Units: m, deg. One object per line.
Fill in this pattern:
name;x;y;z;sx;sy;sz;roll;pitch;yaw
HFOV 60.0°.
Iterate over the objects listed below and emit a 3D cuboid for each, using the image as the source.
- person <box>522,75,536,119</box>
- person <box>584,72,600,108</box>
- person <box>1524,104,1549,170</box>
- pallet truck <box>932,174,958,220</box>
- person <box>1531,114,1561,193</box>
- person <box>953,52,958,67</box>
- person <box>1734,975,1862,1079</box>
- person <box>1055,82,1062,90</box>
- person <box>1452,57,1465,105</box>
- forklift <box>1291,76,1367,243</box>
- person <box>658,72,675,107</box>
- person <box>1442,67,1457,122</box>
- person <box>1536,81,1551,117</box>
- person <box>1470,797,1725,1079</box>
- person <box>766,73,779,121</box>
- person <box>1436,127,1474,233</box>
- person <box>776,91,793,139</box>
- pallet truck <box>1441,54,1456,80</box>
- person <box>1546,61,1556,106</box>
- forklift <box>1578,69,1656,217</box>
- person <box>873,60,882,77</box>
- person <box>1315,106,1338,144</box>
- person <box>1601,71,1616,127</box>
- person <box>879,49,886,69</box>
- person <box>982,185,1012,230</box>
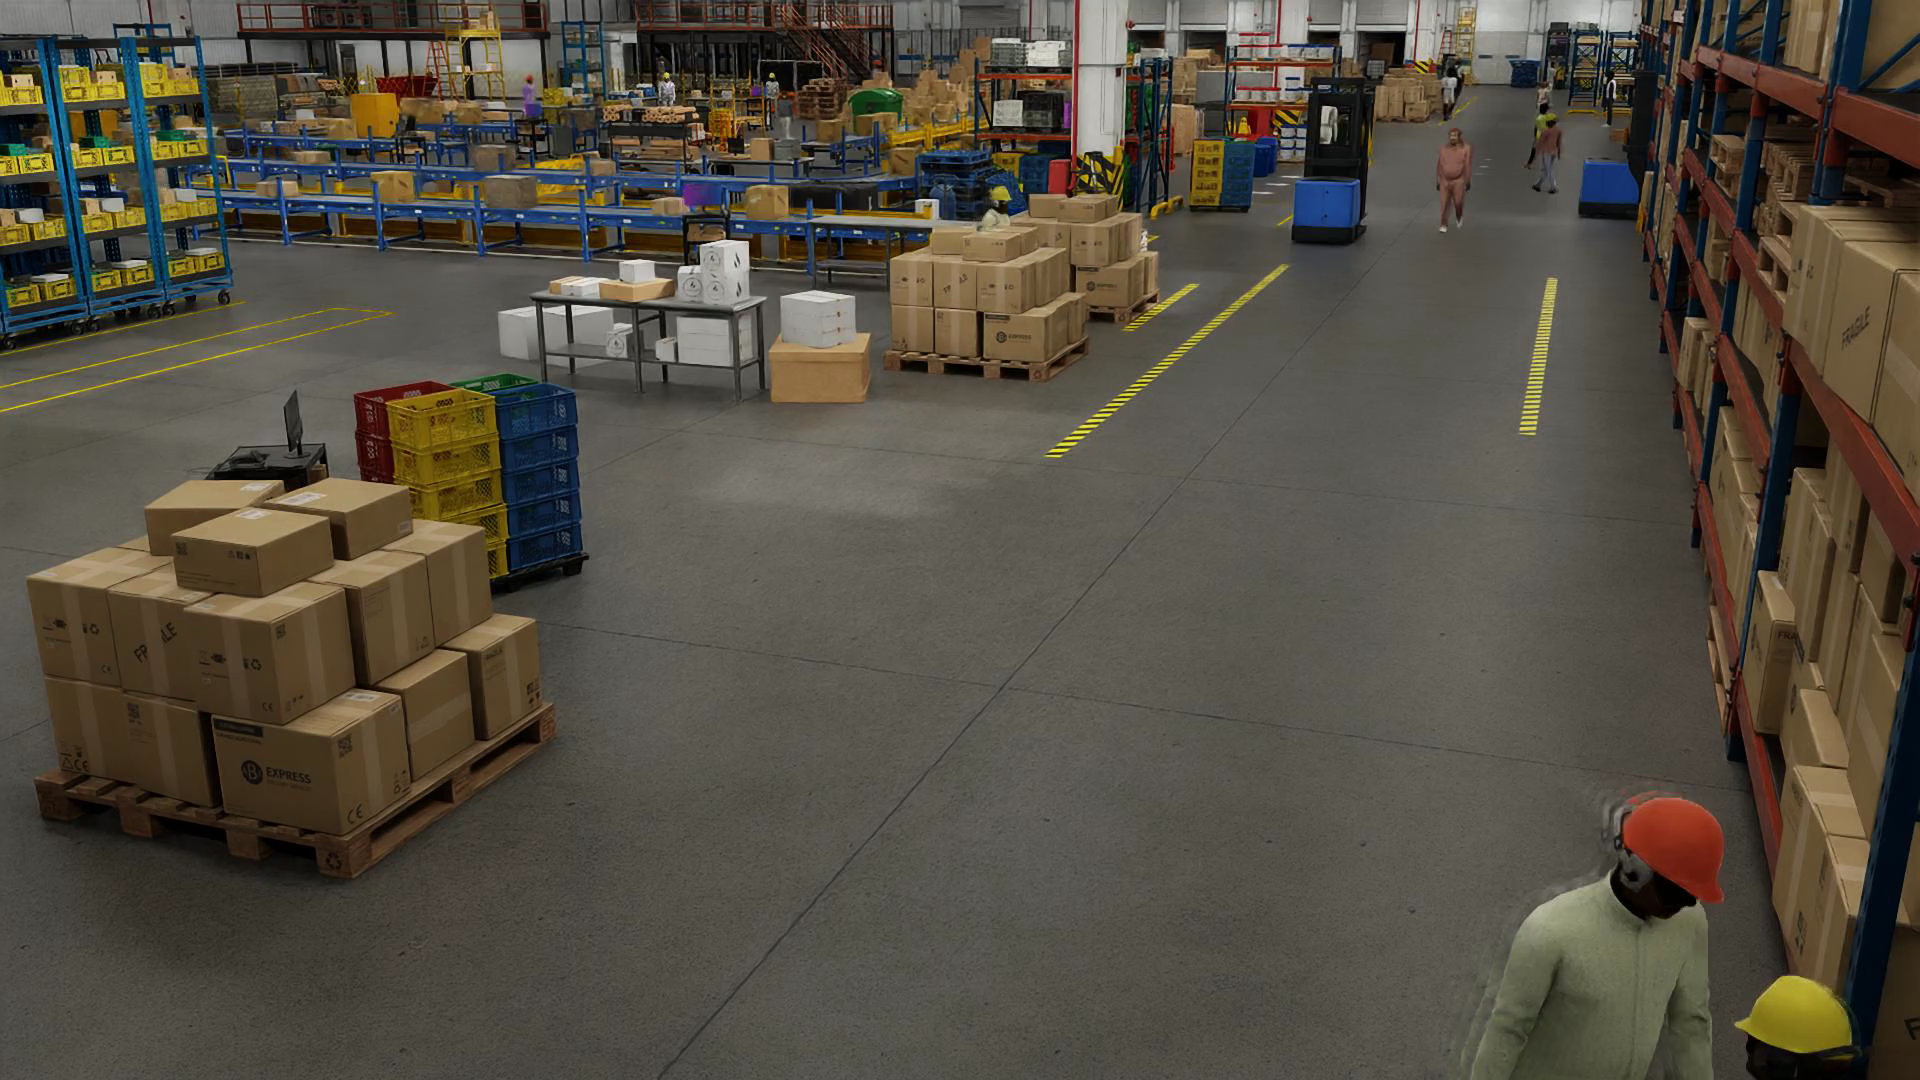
person;-14.290;-14.416;55.037;0.552;1.915;0.846;11;21;32
person;-14.152;-17.237;63.844;1.049;1.951;0.607;11;20;30
person;14.799;-10.256;42.370;0.551;1.654;0.873;-3;18;-9
pallet truck;-0.507;-5.292;27.348;0.653;1.274;1.630;6;19;19
person;13.145;-8.637;37.182;0.543;1.713;0.931;-7;19;-21
person;-0.068;-24.612;87.075;0.594;1.903;0.511;3;18;9
person;1.970;1.900;4.065;0.574;1.732;0.574;7;19;21
person;2.965;-12.883;50.278;0.651;1.870;0.919;8;19;23
person;21.405;-19.779;71.667;0.736;2.000;0.695;-15;23;-40
forklift;6.598;-6.755;29.381;1.129;2.768;1.873;6;19;19
person;-10.442;-15.741;59.338;0.595;1.824;0.404;-8;19;-23
person;17.938;-16.347;61.022;0.624;1.949;0.407;-4;18;-11
person;19.769;-14.722;56.425;0.307;1.641;0.515;-17;24;-42
person;1.790;1.607;4.657;0.650;1.922;0.902;-8;19;-22
person;-6.903;-16.312;61.256;0.486;1.744;0.294;-2;18;-5
person;9.058;-6.605;30.512;0.670;1.889;0.532;9;20;27
person;-5.326;-12.826;50.536;0.497;1.592;0.857;4;18;12
pallet truck;22.765;-21.886;78.355;0.823;1.965;1.885;-4;18;-14
person;25.274;-19.522;71.163;0.329;1.861;0.499;-9;20;-27
forklift;13.219;-7.740;32.475;1.873;2.768;1.129;6;19;18
person;-3.552;-19.439;70.813;0.665;1.912;0.543;12;21;33
person;9.004;-10.043;41.158;0.605;1.996;1.046;8;20;25
person;22.797;-15.457;58.294;0.390;1.914;0.587;7;19;20
person;-4.486;-27.346;95.767;0.533;1.838;0.432;-12;21;-34
person;0.404;-3.659;21.413;0.826;1.804;0.600;8;19;24
